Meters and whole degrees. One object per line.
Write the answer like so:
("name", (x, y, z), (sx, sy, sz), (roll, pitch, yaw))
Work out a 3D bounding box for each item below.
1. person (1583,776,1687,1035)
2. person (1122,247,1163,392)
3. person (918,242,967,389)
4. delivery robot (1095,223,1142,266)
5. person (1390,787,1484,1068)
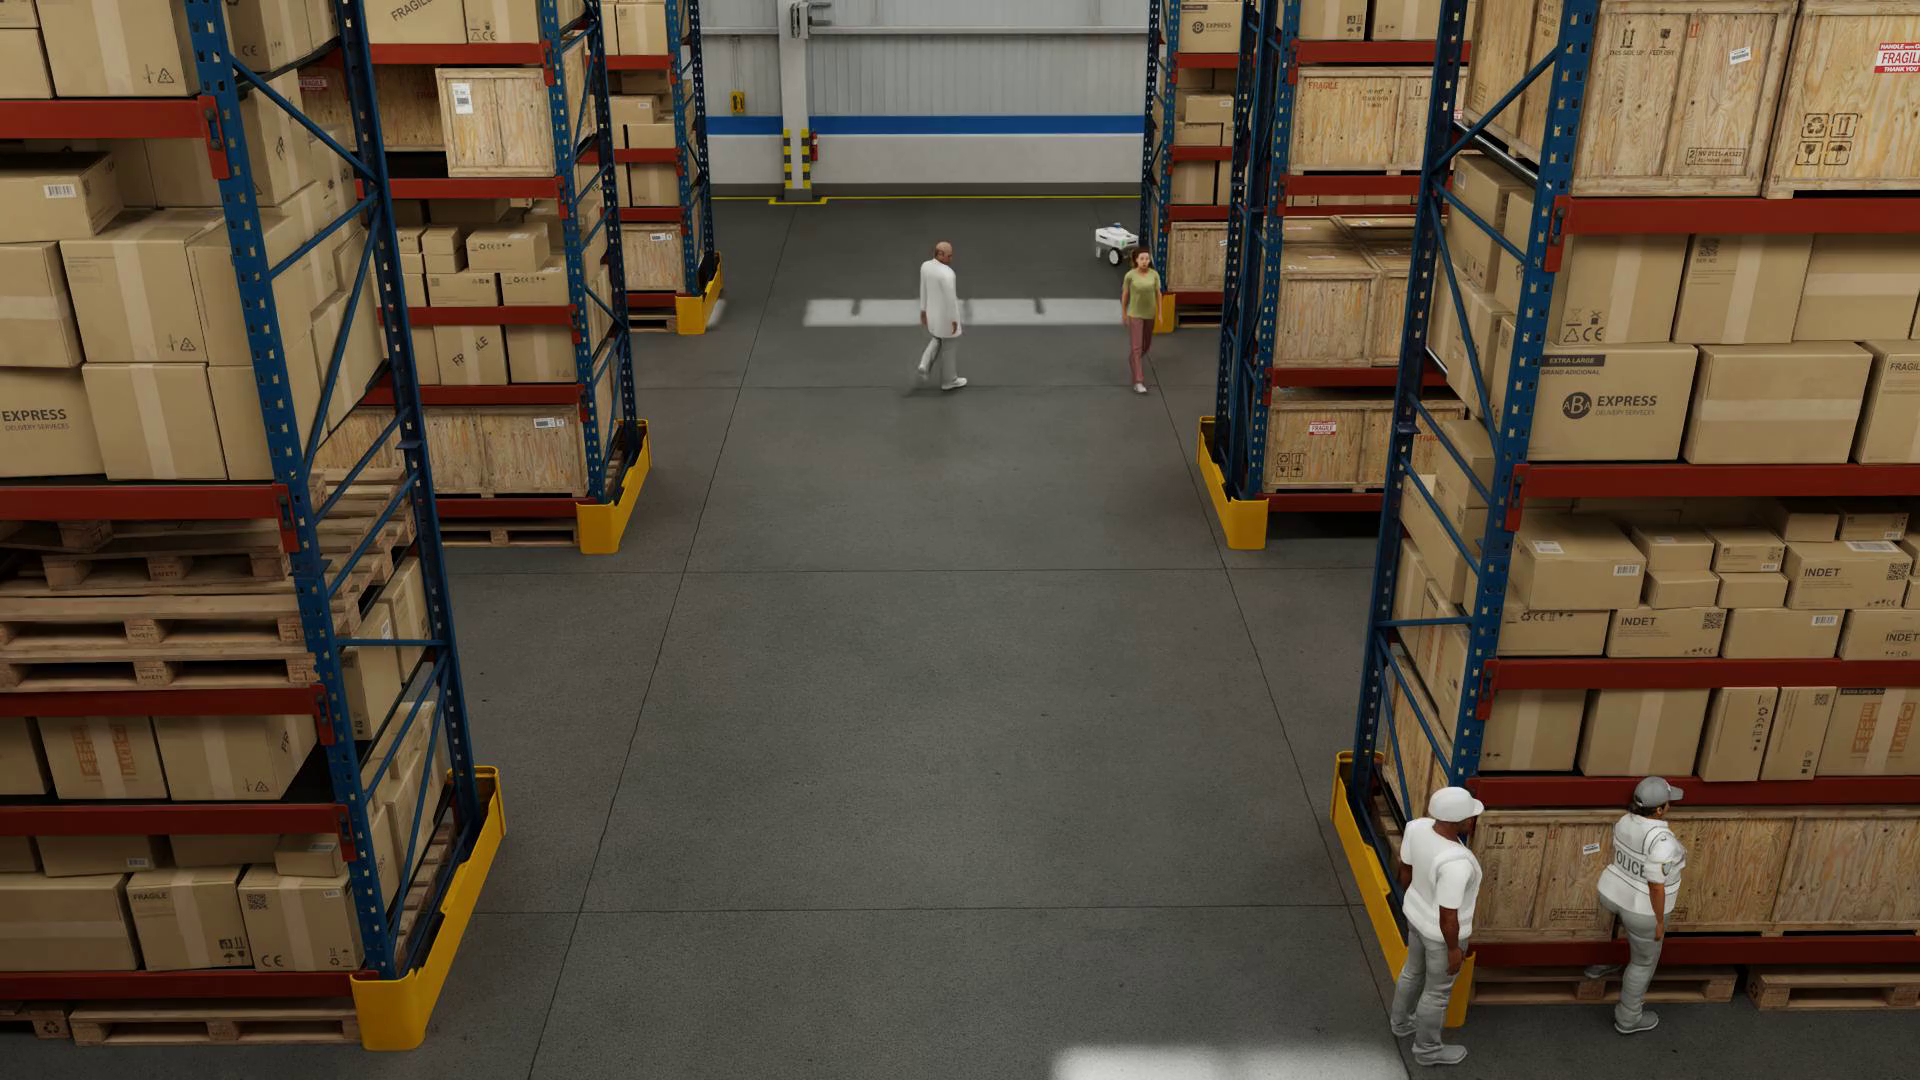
("person", (3.944, 2.059, 9.595), (0.519, 1.662, 0.463), (-12, 28, -25))
("person", (2.157, -2.649, 19.667), (0.454, 1.639, 0.961), (-5, 25, -10))
("person", (-0.217, -2.619, 19.434), (0.638, 1.778, 0.613), (-21, 32, -37))
("delivery robot", (2.426, -4.395, 24.862), (0.667, 0.535, 0.707), (-16, 30, -31))
("person", (2.691, 2.133, 9.311), (0.388, 1.771, 0.563), (-7, 26, -14))
